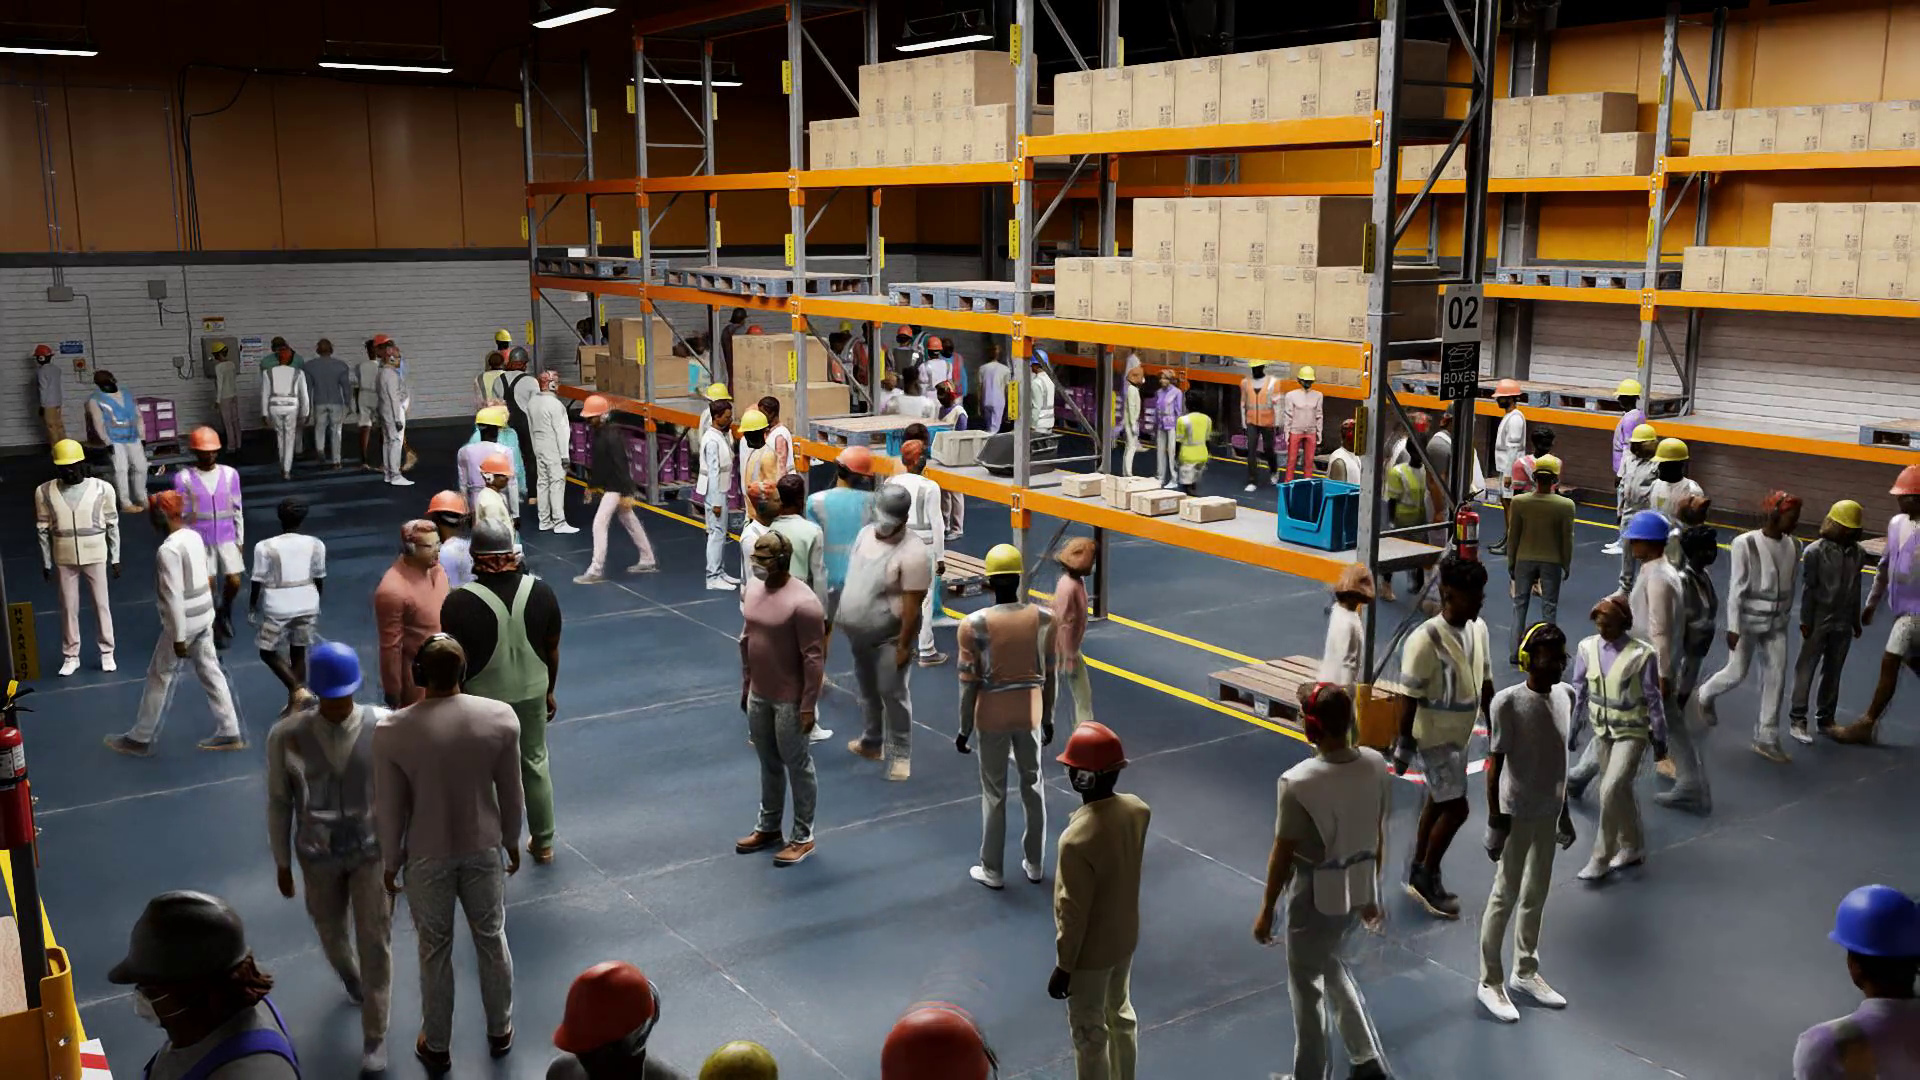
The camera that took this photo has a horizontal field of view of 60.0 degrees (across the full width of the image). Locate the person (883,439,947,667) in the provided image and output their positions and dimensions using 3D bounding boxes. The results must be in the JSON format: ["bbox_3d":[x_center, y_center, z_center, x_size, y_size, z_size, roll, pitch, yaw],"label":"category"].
[{"bbox_3d":[-0.365,0.107,13.711,0.576,1.884,0.355,7,13,33],"label":"person"}]

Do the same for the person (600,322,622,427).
[{"bbox_3d":[-6.167,-2.895,29.171,0.345,1.846,0.508,-4,12,-22],"label":"person"}]

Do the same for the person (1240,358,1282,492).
[{"bbox_3d":[4.102,-1.620,22.538,0.630,1.894,0.801,6,13,28],"label":"person"}]

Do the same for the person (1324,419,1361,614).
[{"bbox_3d":[3.560,-0.219,15.490,0.392,1.839,0.561,5,12,24],"label":"person"}]

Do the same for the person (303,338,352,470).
[{"bbox_3d":[-9.212,-1.975,24.266,0.648,1.928,0.433,-3,11,-13],"label":"person"}]

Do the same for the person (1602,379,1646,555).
[{"bbox_3d":[7.288,-0.795,18.214,0.365,1.928,0.585,6,13,28],"label":"person"}]

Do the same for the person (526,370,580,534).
[{"bbox_3d":[-4.756,-1.025,19.442,0.638,1.910,0.407,10,15,42],"label":"person"}]

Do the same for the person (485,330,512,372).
[{"bbox_3d":[-7.129,-2.317,25.998,0.595,1.925,0.374,6,12,27],"label":"person"}]

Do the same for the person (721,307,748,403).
[{"bbox_3d":[-4.041,-3.285,30.665,0.688,2.000,0.536,9,14,39],"label":"person"}]

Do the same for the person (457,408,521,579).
[{"bbox_3d":[-4.391,-0.279,15.597,0.584,1.917,0.381,3,11,13],"label":"person"}]

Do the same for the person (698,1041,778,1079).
[{"bbox_3d":[-0.559,2.061,4.108,0.490,1.728,0.324,2,11,11],"label":"person"}]

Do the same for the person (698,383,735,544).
[{"bbox_3d":[-2.754,-0.867,18.853,0.403,1.824,0.596,-3,12,-16],"label":"person"}]

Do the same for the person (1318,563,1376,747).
[{"bbox_3d":[2.313,0.936,10.161,0.402,1.622,0.560,3,11,14],"label":"person"}]

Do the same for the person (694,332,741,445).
[{"bbox_3d":[-3.911,-2.422,26.763,0.986,1.831,0.606,0,11,-2],"label":"person"}]

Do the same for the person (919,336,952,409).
[{"bbox_3d":[-0.374,-2.009,24.388,0.545,1.942,0.352,-7,13,-30],"label":"person"}]

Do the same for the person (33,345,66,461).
[{"bbox_3d":[-13.840,-2.085,25.260,0.326,1.751,0.559,-1,11,-4],"label":"person"}]

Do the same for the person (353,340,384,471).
[{"bbox_3d":[-8.632,-1.989,24.405,0.630,1.907,1.048,1,11,3],"label":"person"}]

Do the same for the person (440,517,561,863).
[{"bbox_3d":[-2.618,0.869,9.404,0.688,2.000,0.536,-9,14,-38],"label":"person"}]

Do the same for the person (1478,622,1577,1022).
[{"bbox_3d":[2.656,1.286,7.711,0.535,1.869,0.314,-6,12,-26],"label":"person"}]

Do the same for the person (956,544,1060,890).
[{"bbox_3d":[0.255,0.975,9.172,0.585,1.920,0.382,-4,12,-18],"label":"person"}]

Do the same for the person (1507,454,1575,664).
[{"bbox_3d":[4.772,0.173,13.699,0.523,1.759,0.338,6,12,27],"label":"person"}]

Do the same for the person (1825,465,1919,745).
[{"bbox_3d":[6.685,0.457,11.645,1.048,2.001,0.609,0,11,-2],"label":"person"}]

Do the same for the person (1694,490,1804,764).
[{"bbox_3d":[5.509,0.550,11.554,0.579,1.847,0.862,-2,11,-11],"label":"person"}]

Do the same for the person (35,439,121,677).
[{"bbox_3d":[-7.102,0.138,13.436,0.590,1.926,0.388,-4,12,-19],"label":"person"}]

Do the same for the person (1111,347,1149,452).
[{"bbox_3d":[2.637,-2.260,26.031,0.658,1.813,0.529,-1,11,-7],"label":"person"}]

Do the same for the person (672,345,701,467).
[{"bbox_3d":[-4.041,-1.919,24.179,0.578,1.831,0.439,-7,13,-32],"label":"person"}]

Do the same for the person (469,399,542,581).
[{"bbox_3d":[-4.717,-0.520,16.998,0.969,1.865,0.665,4,12,21],"label":"person"}]

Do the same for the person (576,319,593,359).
[{"bbox_3d":[-6.405,-2.834,28.649,0.370,1.933,0.627,-3,12,-16],"label":"person"}]

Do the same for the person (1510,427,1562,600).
[{"bbox_3d":[5.558,-0.257,16.059,0.532,1.693,0.319,-3,11,-14],"label":"person"}]

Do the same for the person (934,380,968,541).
[{"bbox_3d":[-0.118,-0.912,19.038,0.390,1.838,0.563,-8,13,-34],"label":"person"}]

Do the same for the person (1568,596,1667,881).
[{"bbox_3d":[3.630,1.101,9.299,0.708,1.601,0.526,-6,13,-28],"label":"person"}]

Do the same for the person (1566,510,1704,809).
[{"bbox_3d":[4.235,0.744,10.420,1.008,1.889,0.645,4,12,22],"label":"person"}]

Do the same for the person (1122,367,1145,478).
[{"bbox_3d":[2.398,-1.593,23.081,0.297,1.625,0.513,2,11,8],"label":"person"}]

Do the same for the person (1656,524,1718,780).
[{"bbox_3d":[4.809,0.730,10.996,0.322,1.697,0.535,8,13,34],"label":"person"}]

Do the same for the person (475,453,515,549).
[{"bbox_3d":[-3.847,0.146,13.847,0.339,1.748,0.564,-4,12,-19],"label":"person"}]

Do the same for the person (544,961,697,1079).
[{"bbox_3d":[-0.918,1.964,4.543,0.572,1.747,0.344,5,12,23],"label":"person"}]

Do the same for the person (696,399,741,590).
[{"bbox_3d":[-2.413,-0.453,16.518,0.401,1.909,0.599,-1,11,-3],"label":"person"}]

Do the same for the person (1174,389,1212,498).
[{"bbox_3d":[2.789,-0.940,19.618,0.537,1.680,0.665,-8,14,-35],"label":"person"}]

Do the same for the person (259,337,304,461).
[{"bbox_3d":[-10.208,-2.124,25.143,0.642,1.882,0.890,-4,12,-20],"label":"person"}]

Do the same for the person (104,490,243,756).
[{"bbox_3d":[-5.453,0.575,11.403,0.961,1.841,0.594,0,11,-1],"label":"person"}]

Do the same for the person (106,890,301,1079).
[{"bbox_3d":[-1.939,1.870,4.283,0.538,2.000,0.689,-6,12,-27],"label":"person"}]

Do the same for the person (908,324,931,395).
[{"bbox_3d":[-0.790,-3.162,30.587,0.636,1.830,0.429,10,15,42],"label":"person"}]

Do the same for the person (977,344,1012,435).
[{"bbox_3d":[0.557,-1.987,24.598,0.514,1.812,0.766,6,13,29],"label":"person"}]

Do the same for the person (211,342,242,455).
[{"bbox_3d":[-11.415,-2.199,25.832,0.326,1.760,0.524,1,11,4],"label":"person"}]

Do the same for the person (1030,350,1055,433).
[{"bbox_3d":[1.052,-1.532,21.930,0.391,1.948,0.605,4,12,22],"label":"person"}]
